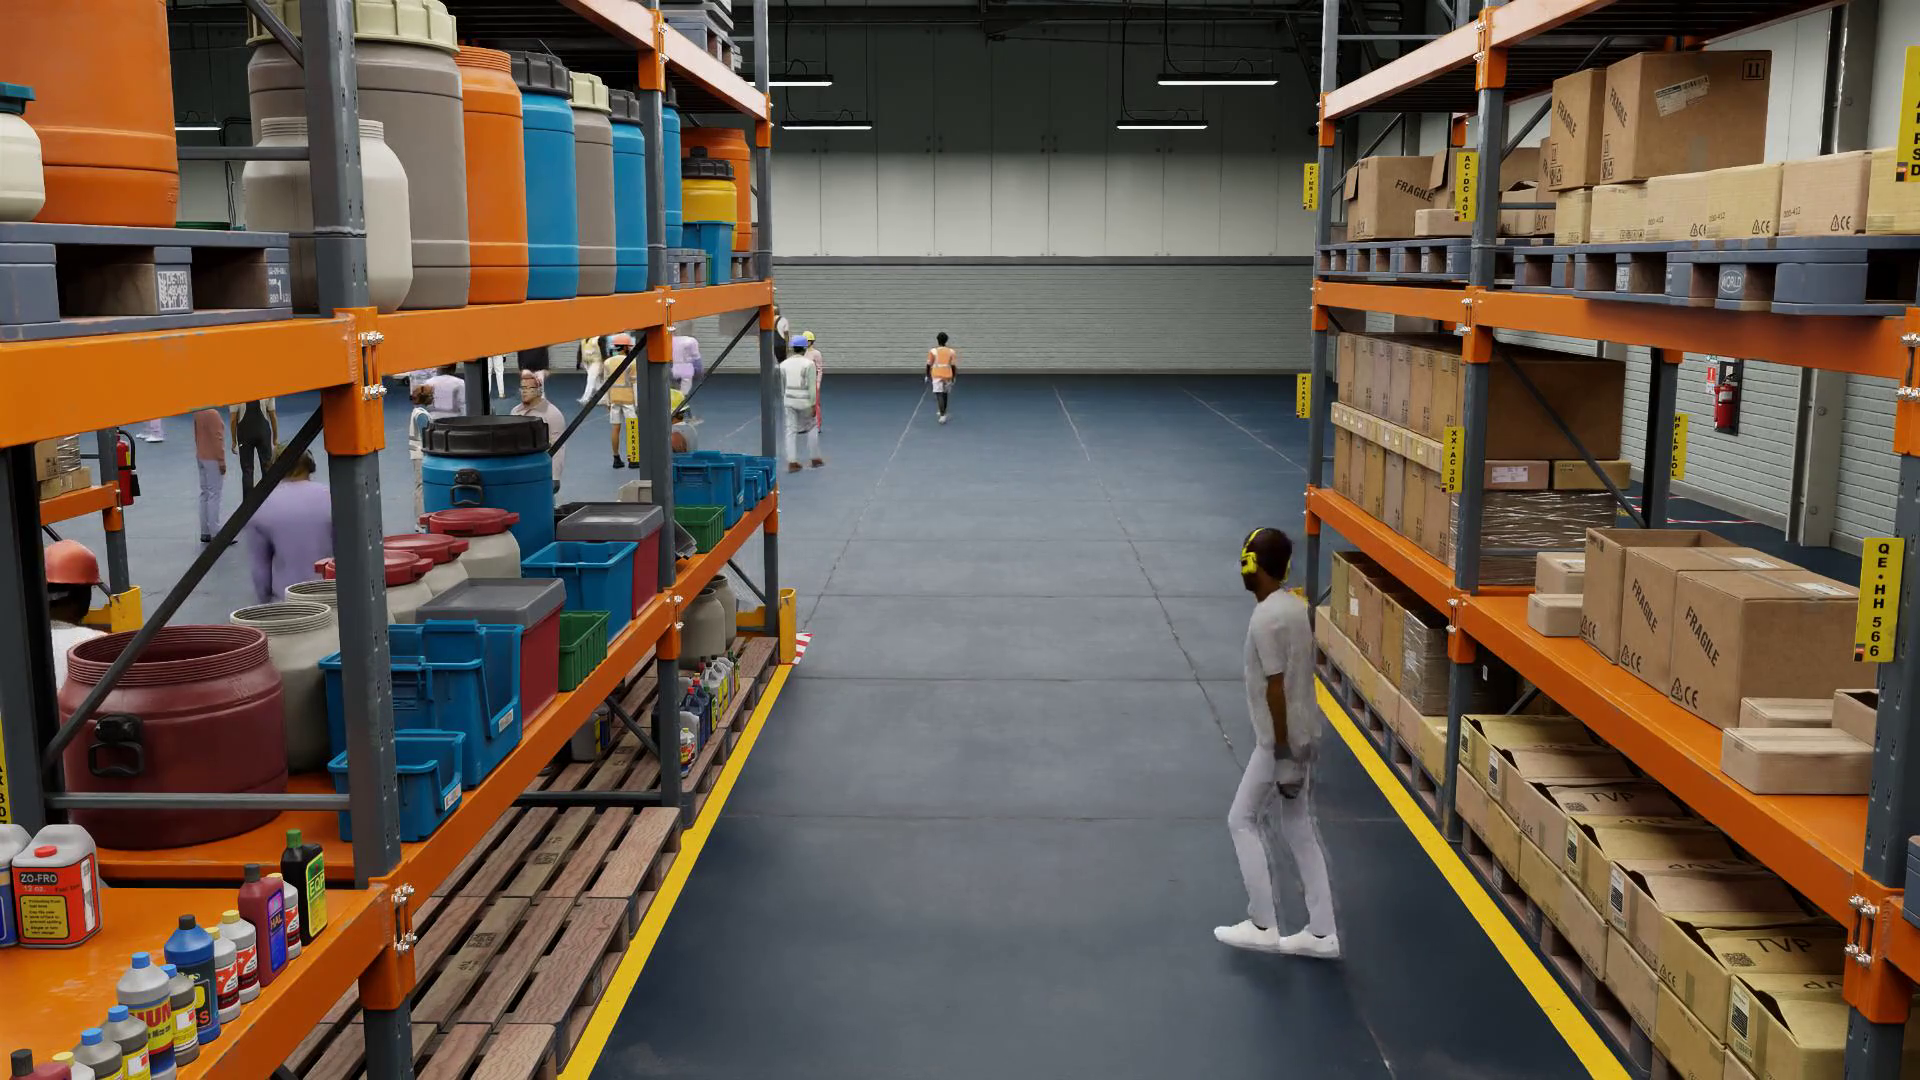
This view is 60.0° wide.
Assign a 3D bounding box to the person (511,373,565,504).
[{"bbox_3d":[-4.049,-0.624,15.784,0.647,1.908,0.409,5,11,28],"label":"person"}]

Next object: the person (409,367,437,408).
[{"bbox_3d":[-8.429,-2.341,26.073,0.597,1.914,0.414,7,12,37],"label":"person"}]

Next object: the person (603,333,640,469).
[{"bbox_3d":[-4.854,-2.008,23.991,0.547,1.934,0.376,3,10,18],"label":"person"}]

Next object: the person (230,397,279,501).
[{"bbox_3d":[-8.130,-1.158,19.167,0.514,1.845,0.338,-5,11,-30],"label":"person"}]

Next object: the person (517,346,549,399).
[{"bbox_3d":[-7.939,-3.182,30.920,0.625,1.972,0.523,1,10,4],"label":"person"}]

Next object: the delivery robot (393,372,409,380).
[{"bbox_3d":[-13.293,-4.020,40.013,0.707,0.478,0.477,5,11,27],"label":"delivery robot"}]

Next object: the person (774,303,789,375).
[{"bbox_3d":[-4.401,-4.667,39.725,0.699,2.000,0.926,1,9,3],"label":"person"}]

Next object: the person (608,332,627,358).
[{"bbox_3d":[-7.525,-3.999,36.769,0.546,1.651,0.883,-8,12,-40],"label":"person"}]

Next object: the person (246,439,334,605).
[{"bbox_3d":[-3.845,0.362,9.886,0.709,1.903,0.474,-2,10,-9],"label":"person"}]

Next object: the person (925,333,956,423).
[{"bbox_3d":[-0.358,-3.006,30.812,0.548,1.641,0.888,-4,10,-21],"label":"person"}]

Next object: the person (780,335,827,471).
[{"bbox_3d":[-2.231,-1.958,23.727,0.651,1.913,0.843,5,11,27],"label":"person"}]

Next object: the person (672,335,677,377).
[{"bbox_3d":[-7.494,-5.057,43.137,0.310,1.638,0.523,4,10,20],"label":"person"}]

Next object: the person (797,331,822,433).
[{"bbox_3d":[-2.614,-2.722,28.772,0.532,1.768,0.311,7,12,36],"label":"person"}]

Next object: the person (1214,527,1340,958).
[{"bbox_3d":[1.377,0.866,7.084,0.643,1.826,0.532,7,12,36],"label":"person"}]

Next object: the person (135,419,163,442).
[{"bbox_3d":[-13.509,-2.556,27.417,0.813,1.876,0.680,3,10,15],"label":"person"}]

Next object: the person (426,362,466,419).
[{"bbox_3d":[-6.285,-1.401,20.501,0.566,1.884,0.990,1,10,5],"label":"person"}]

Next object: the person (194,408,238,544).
[{"bbox_3d":[-7.854,-0.842,17.511,0.328,1.767,0.532,-9,13,-44],"label":"person"}]

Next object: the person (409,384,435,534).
[{"bbox_3d":[-5.833,-0.880,18.116,0.314,1.639,0.517,-4,10,-22],"label":"person"}]

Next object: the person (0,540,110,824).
[{"bbox_3d":[-3.503,0.967,6.383,0.565,1.885,0.922,1,10,5],"label":"person"}]

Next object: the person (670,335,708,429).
[{"bbox_3d":[-4.758,-2.898,29.129,0.632,1.998,1.013,6,11,33],"label":"person"}]

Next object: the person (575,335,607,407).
[{"bbox_3d":[-7.617,-3.636,34.211,0.657,1.777,1.006,6,11,31],"label":"person"}]

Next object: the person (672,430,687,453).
[{"bbox_3d":[-2.237,-0.071,13.281,0.438,1.625,0.530,4,10,23],"label":"person"}]

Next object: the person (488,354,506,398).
[{"bbox_3d":[-10.258,-4.044,36.459,0.627,1.846,0.429,-3,10,-18],"label":"person"}]

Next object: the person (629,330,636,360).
[{"bbox_3d":[-6.573,-3.593,33.919,0.613,1.782,0.780,7,12,35],"label":"person"}]

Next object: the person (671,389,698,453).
[{"bbox_3d":[-2.539,-0.424,14.796,0.403,1.837,0.591,1,10,9],"label":"person"}]
